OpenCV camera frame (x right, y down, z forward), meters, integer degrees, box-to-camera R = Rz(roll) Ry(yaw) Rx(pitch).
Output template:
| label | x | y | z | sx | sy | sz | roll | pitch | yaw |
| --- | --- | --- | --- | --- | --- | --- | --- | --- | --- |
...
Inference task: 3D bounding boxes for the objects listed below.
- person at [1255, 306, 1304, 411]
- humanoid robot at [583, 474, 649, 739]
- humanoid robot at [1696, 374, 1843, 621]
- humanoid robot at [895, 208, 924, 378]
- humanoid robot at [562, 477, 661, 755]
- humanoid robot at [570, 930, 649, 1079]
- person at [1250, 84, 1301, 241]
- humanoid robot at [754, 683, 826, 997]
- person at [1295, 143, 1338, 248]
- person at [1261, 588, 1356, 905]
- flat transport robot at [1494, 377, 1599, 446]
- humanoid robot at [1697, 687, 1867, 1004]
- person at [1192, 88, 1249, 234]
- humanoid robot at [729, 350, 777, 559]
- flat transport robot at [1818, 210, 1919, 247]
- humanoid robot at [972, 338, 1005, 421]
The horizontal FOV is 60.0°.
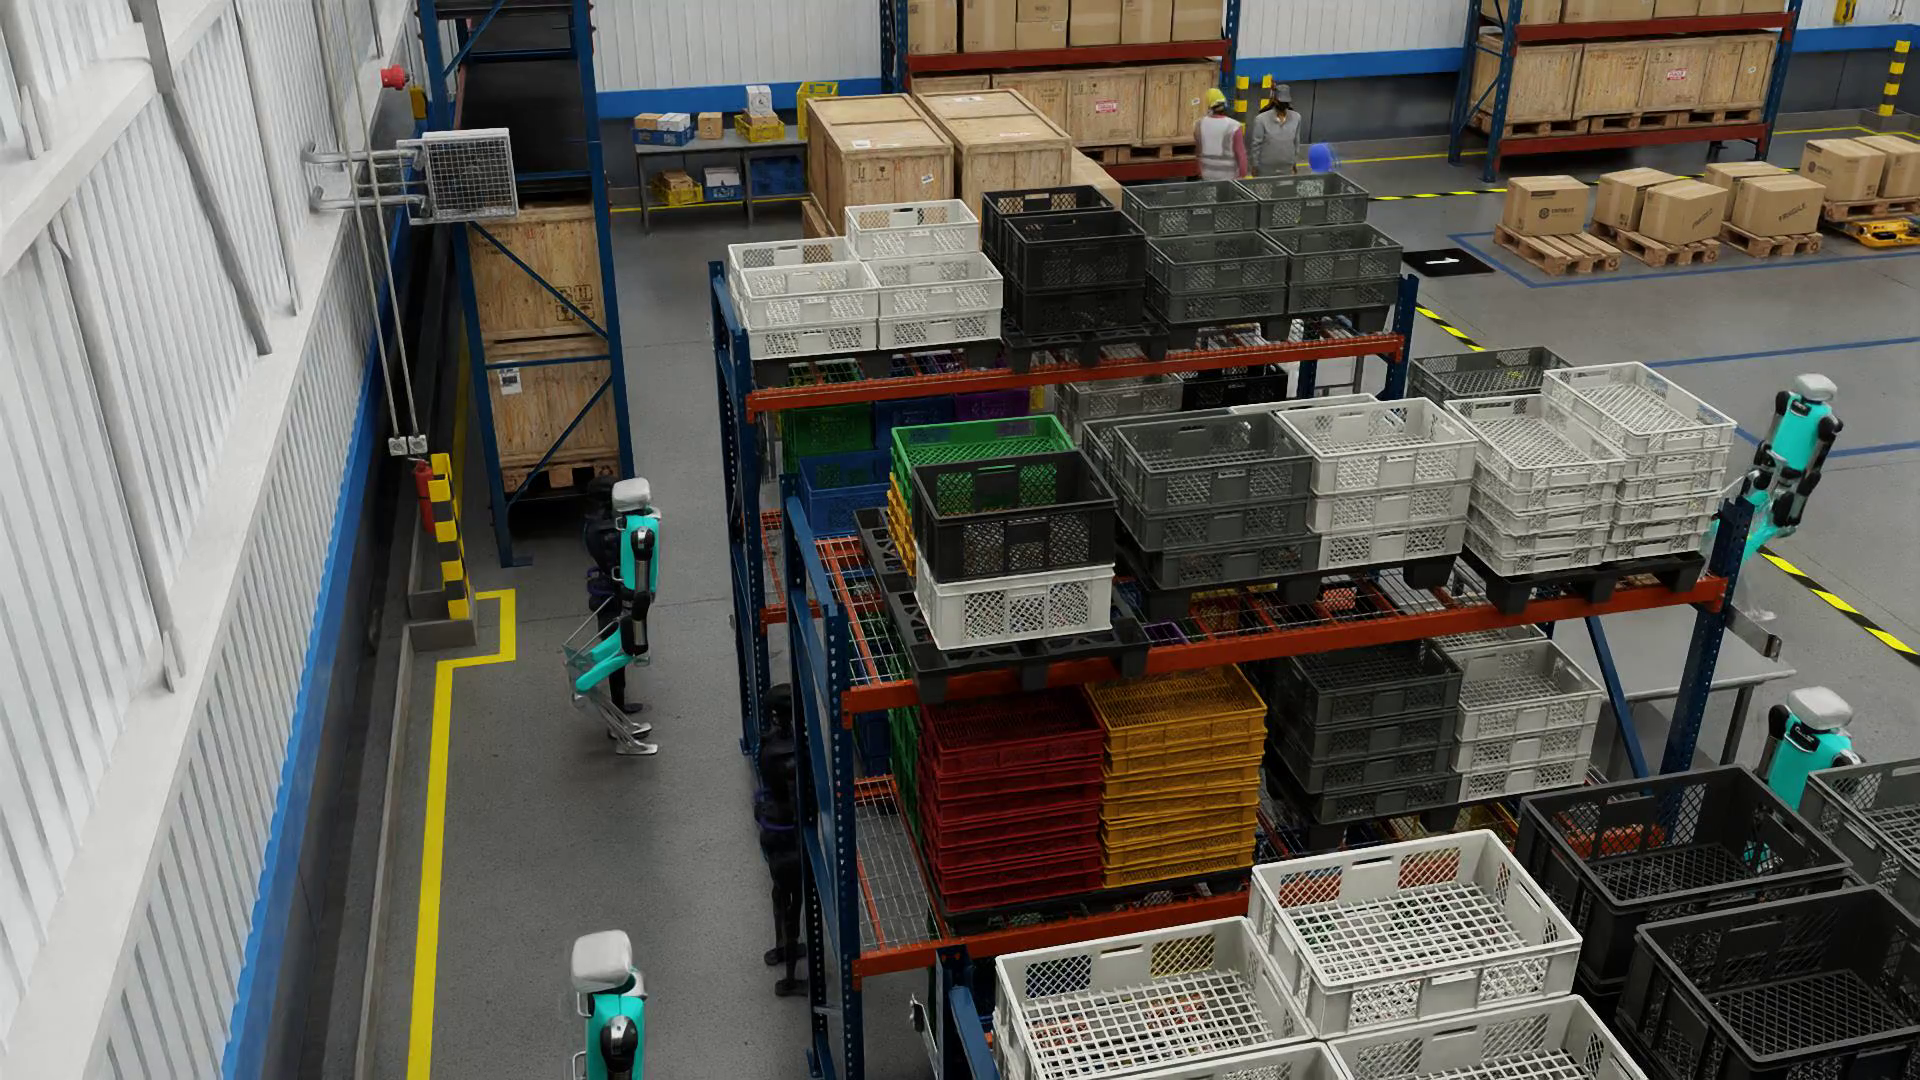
| label | x | y | z | sx | sy | sz | roll | pitch | yaw |
| --- | --- | --- | --- | --- | --- | --- | --- | --- | --- |
| person | 2.408 | -1.221 | 12.630 | 0.337 | 1.882 | 0.583 | -6 | 28 | -12 |
| humanoid robot | -2.031 | 0.370 | 9.817 | 0.315 | 1.657 | 0.599 | -6 | 28 | -12 |
| humanoid robot | 5.162 | -0.214 | 10.896 | 0.779 | 1.786 | 0.541 | -6 | 28 | -11 |
| humanoid robot | -0.435 | -2.128 | 14.560 | 0.315 | 1.655 | 0.599 | -6 | 28 | -12 |
| humanoid robot | -2.017 | 0.463 | 9.449 | 0.735 | 1.677 | 0.533 | -6 | 28 | -12 |
| humanoid robot | -1.472 | 2.196 | 6.162 | 0.735 | 1.677 | 0.533 | -6 | 28 | -12 |
| person | 3.441 | -4.107 | 18.227 | 0.572 | 1.767 | 0.402 | -6 | 28 | -12 |
| humanoid robot | -0.804 | 1.393 | 7.879 | 0.315 | 1.655 | 0.599 | -6 | 28 | -12 |
| person | 3.355 | -2.842 | 15.704 | 0.398 | 1.898 | 0.706 | 21 | 34 | 34 |
| person | 1.704 | 1.128 | 8.006 | 0.389 | 2.040 | 0.613 | -6 | 28 | -12 |
| flat transport robot | 4.780 | -1.036 | 14.013 | 0.659 | 0.231 | 1.431 | -6 | 28 | -12 |
| humanoid robot | 3.555 | 1.448 | 7.584 | 0.735 | 1.673 | 0.533 | -6 | 28 | -12 |
| person | 2.807 | -3.949 | 17.924 | 0.682 | 1.783 | 0.415 | 19 | 33 | 32 |
| humanoid robot | -1.480 | -0.687 | 11.826 | 0.315 | 1.655 | 0.599 | -6 | 28 | -12 |
| flat transport robot | 10.220 | -3.669 | 18.977 | 0.652 | 0.197 | 1.431 | -6 | 28 | -12 |
| humanoid robot | -0.008 | -0.640 | 11.541 | 0.735 | 1.677 | 0.533 | -6 | 28 | -12 |
